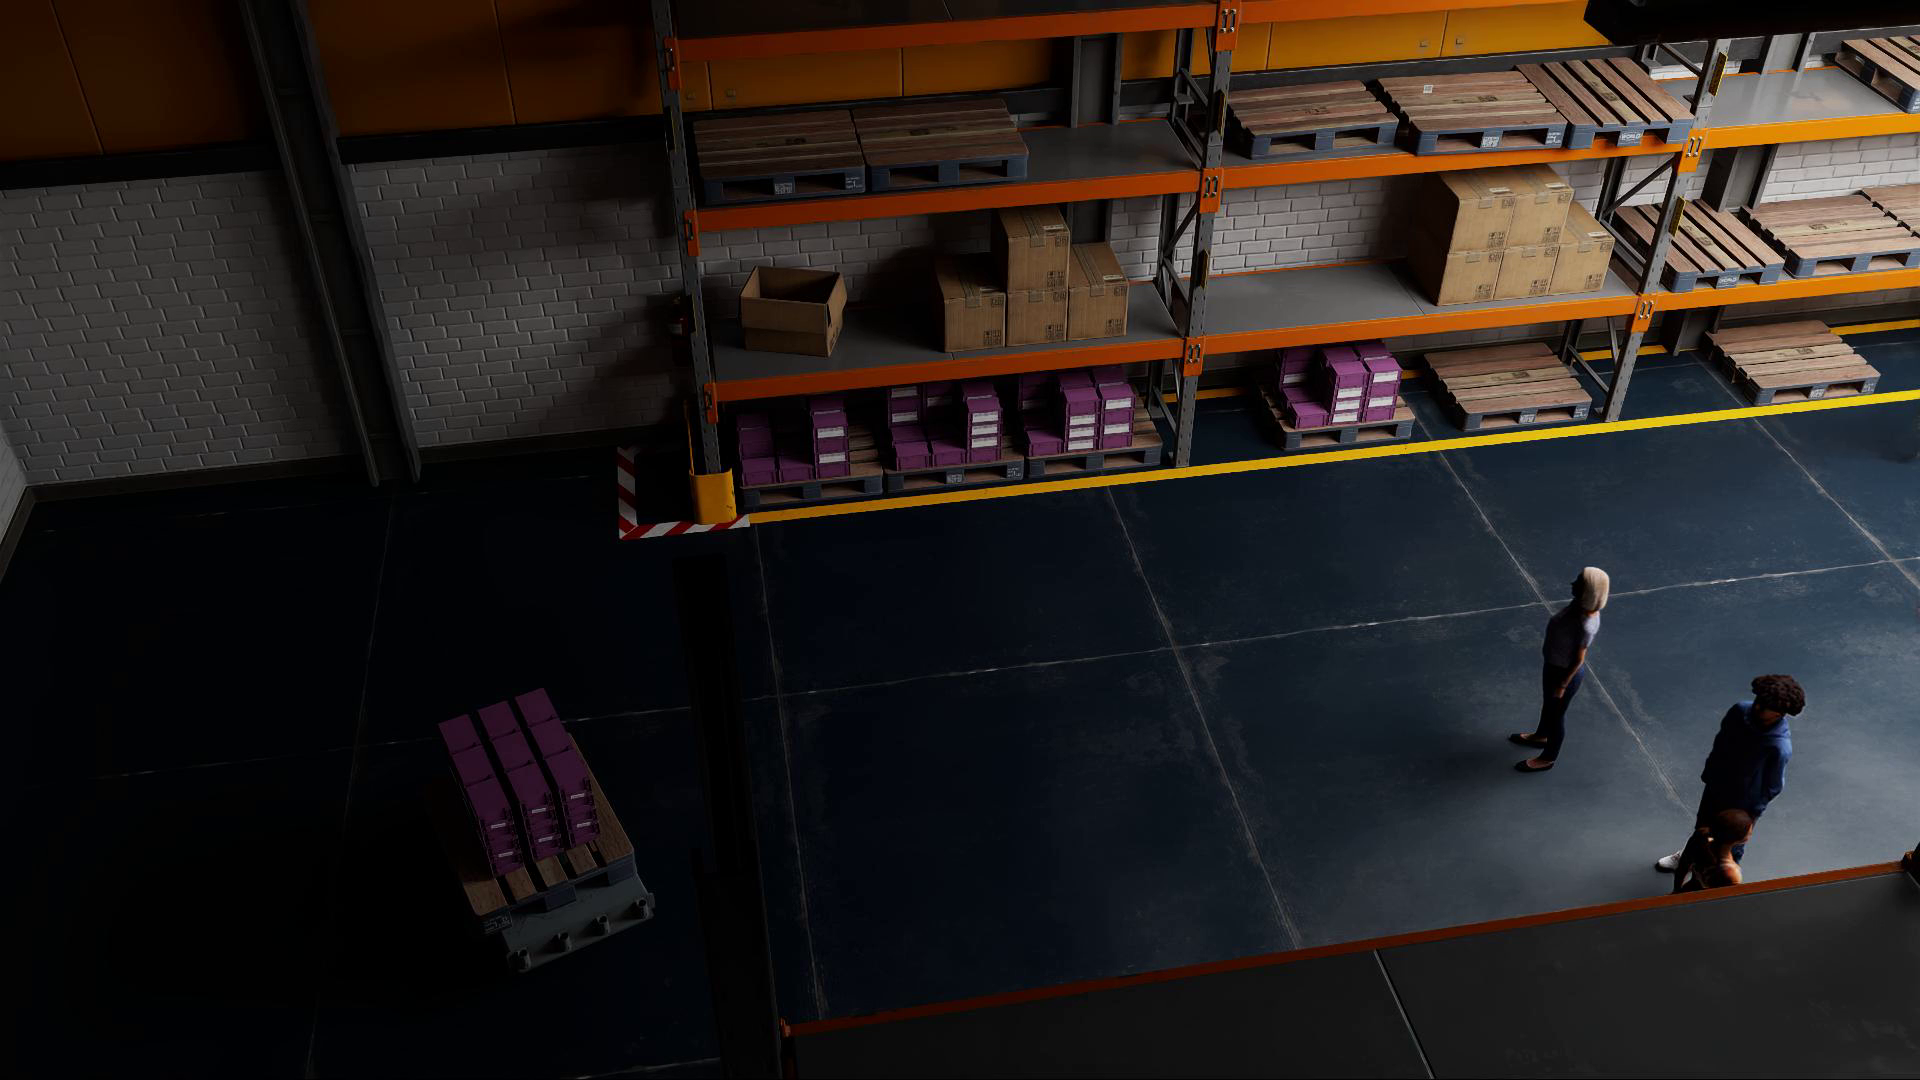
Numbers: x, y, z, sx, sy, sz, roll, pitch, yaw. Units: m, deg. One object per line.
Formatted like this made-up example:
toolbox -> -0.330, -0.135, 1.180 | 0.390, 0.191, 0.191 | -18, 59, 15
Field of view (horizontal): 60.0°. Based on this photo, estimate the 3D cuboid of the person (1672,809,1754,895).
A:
person -> 4.162, 2.172, 9.476 | 0.582, 1.792, 0.585 | -10, 40, -12

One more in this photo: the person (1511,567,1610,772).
person -> 4.066, 0.854, 11.181 | 0.610, 1.722, 0.637 | 5, 39, 7

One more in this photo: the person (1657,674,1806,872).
person -> 4.807, 1.519, 10.278 | 0.607, 1.811, 0.700 | -11, 40, -14
